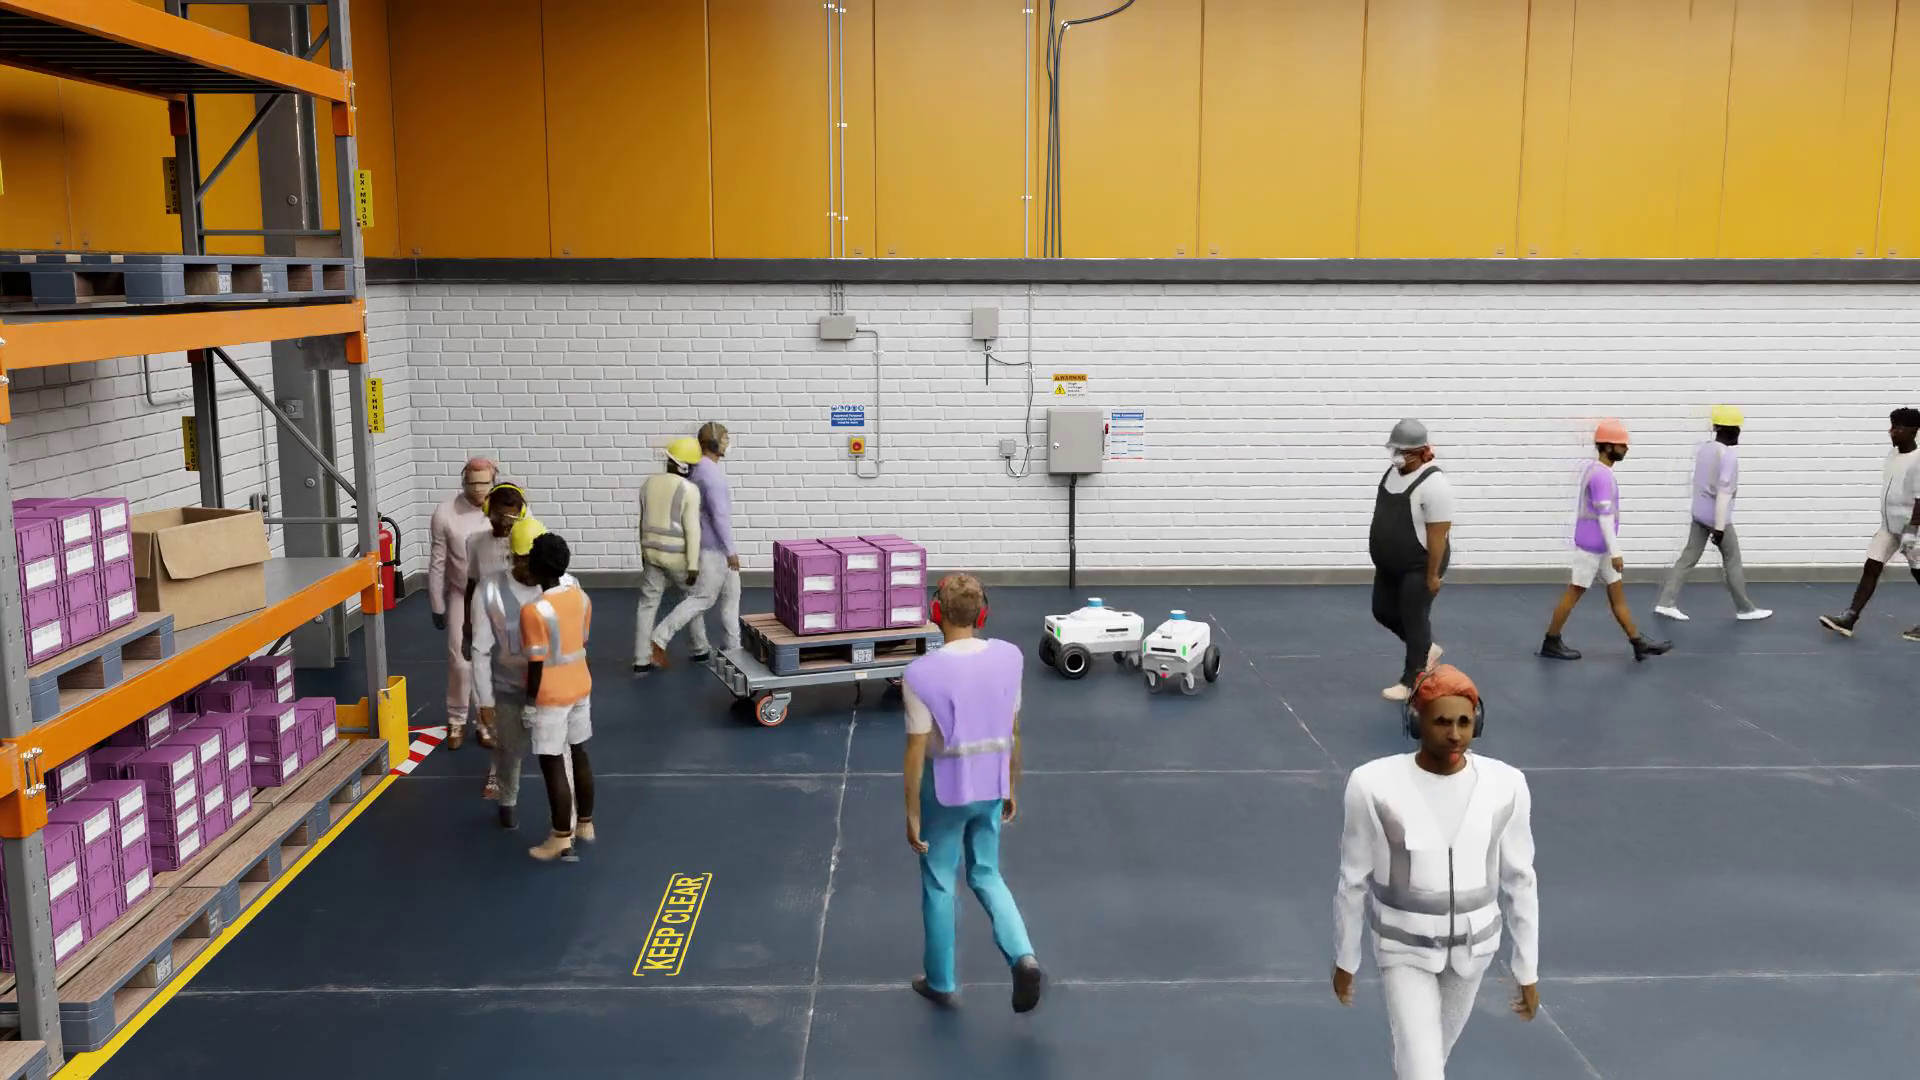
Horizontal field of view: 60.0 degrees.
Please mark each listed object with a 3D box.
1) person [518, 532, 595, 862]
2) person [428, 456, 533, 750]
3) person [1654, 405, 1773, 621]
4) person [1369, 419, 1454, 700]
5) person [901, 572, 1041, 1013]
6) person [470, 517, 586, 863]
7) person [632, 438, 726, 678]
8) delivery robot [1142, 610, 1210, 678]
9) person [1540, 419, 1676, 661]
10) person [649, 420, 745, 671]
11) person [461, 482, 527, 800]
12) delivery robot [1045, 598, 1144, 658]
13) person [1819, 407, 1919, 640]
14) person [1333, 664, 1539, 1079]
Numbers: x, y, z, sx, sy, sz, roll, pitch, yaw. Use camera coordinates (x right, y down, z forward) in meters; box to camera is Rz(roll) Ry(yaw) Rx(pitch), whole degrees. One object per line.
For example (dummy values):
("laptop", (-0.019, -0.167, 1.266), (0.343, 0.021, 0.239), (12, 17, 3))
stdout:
("person", (-2.081, 0.800, 8.568), (0.317, 1.696, 0.540), (3, 10, 18))
("person", (-2.996, 0.399, 10.484), (0.649, 1.875, 0.469), (-4, 10, -24))
("person", (6.481, -0.219, 14.286), (0.994, 1.886, 0.602), (-1, 9, -4))
("person", (3.209, 0.118, 11.701), (0.679, 2.000, 0.719), (-3, 10, -19))
("person", (0.044, 1.047, 6.682), (0.566, 1.821, 0.643), (-6, 11, -31))
("person", (-2.264, 0.735, 8.744), (0.599, 1.785, 0.944), (-4, 10, -23))
("person", (-2.159, 0.118, 12.510), (0.705, 1.772, 0.867), (5, 11, 30))
("delivery robot", (1.571, 0.754, 12.059), (0.477, 0.478, 0.707), (4, 10, 23))
("person", (4.983, 0.024, 12.745), (1.008, 1.879, 0.563), (4, 10, 23))
("person", (-1.962, 0.052, 12.539), (0.914, 1.915, 0.623), (-2, 10, -14))
("person", (-2.639, 0.562, 9.623), (0.561, 1.839, 0.496), (1, 9, 7))
("delivery robot", (1.012, 0.679, 12.515), (0.707, 0.478, 0.477), (-2, 9, -14))
("person", (7.601, -0.116, 13.514), (0.992, 1.911, 0.627), (-1, 9, -8))
("person", (1.488, 1.293, 5.154), (0.596, 1.829, 0.974), (-1, 9, -4))
